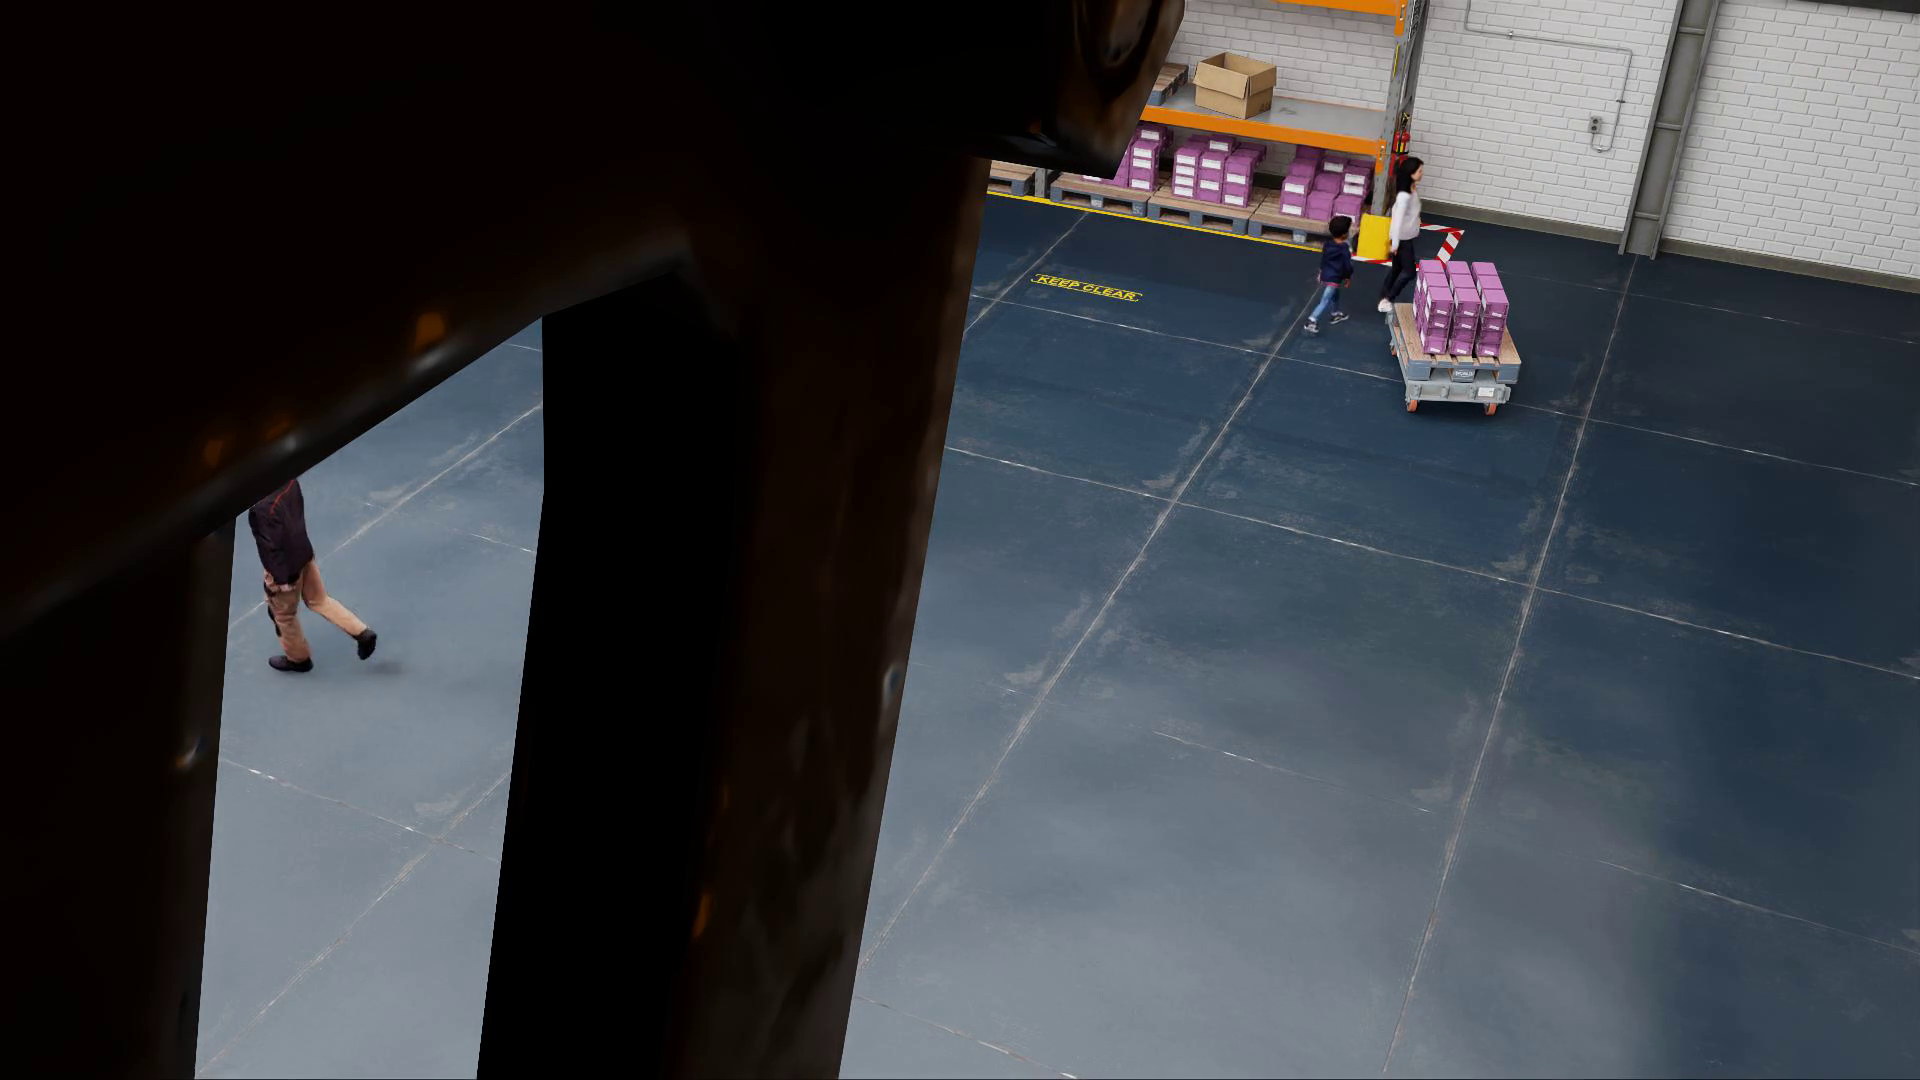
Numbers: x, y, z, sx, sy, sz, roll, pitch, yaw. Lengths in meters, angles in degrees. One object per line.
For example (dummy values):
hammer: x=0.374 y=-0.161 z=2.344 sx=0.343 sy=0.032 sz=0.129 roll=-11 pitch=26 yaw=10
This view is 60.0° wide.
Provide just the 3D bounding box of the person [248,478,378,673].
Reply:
person: x=-4.666 y=0.166 z=11.797 sx=1.144 sy=1.903 sz=0.873 roll=5 pitch=34 yaw=7

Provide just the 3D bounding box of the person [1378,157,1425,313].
person: x=4.400 y=-3.076 z=16.866 sx=0.609 sy=1.692 sz=0.643 roll=10 pitch=35 yaw=15

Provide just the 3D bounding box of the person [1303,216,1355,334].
person: x=3.698 y=-2.640 z=16.652 sx=0.860 sy=1.203 sz=0.850 roll=-17 pitch=37 yaw=-24
